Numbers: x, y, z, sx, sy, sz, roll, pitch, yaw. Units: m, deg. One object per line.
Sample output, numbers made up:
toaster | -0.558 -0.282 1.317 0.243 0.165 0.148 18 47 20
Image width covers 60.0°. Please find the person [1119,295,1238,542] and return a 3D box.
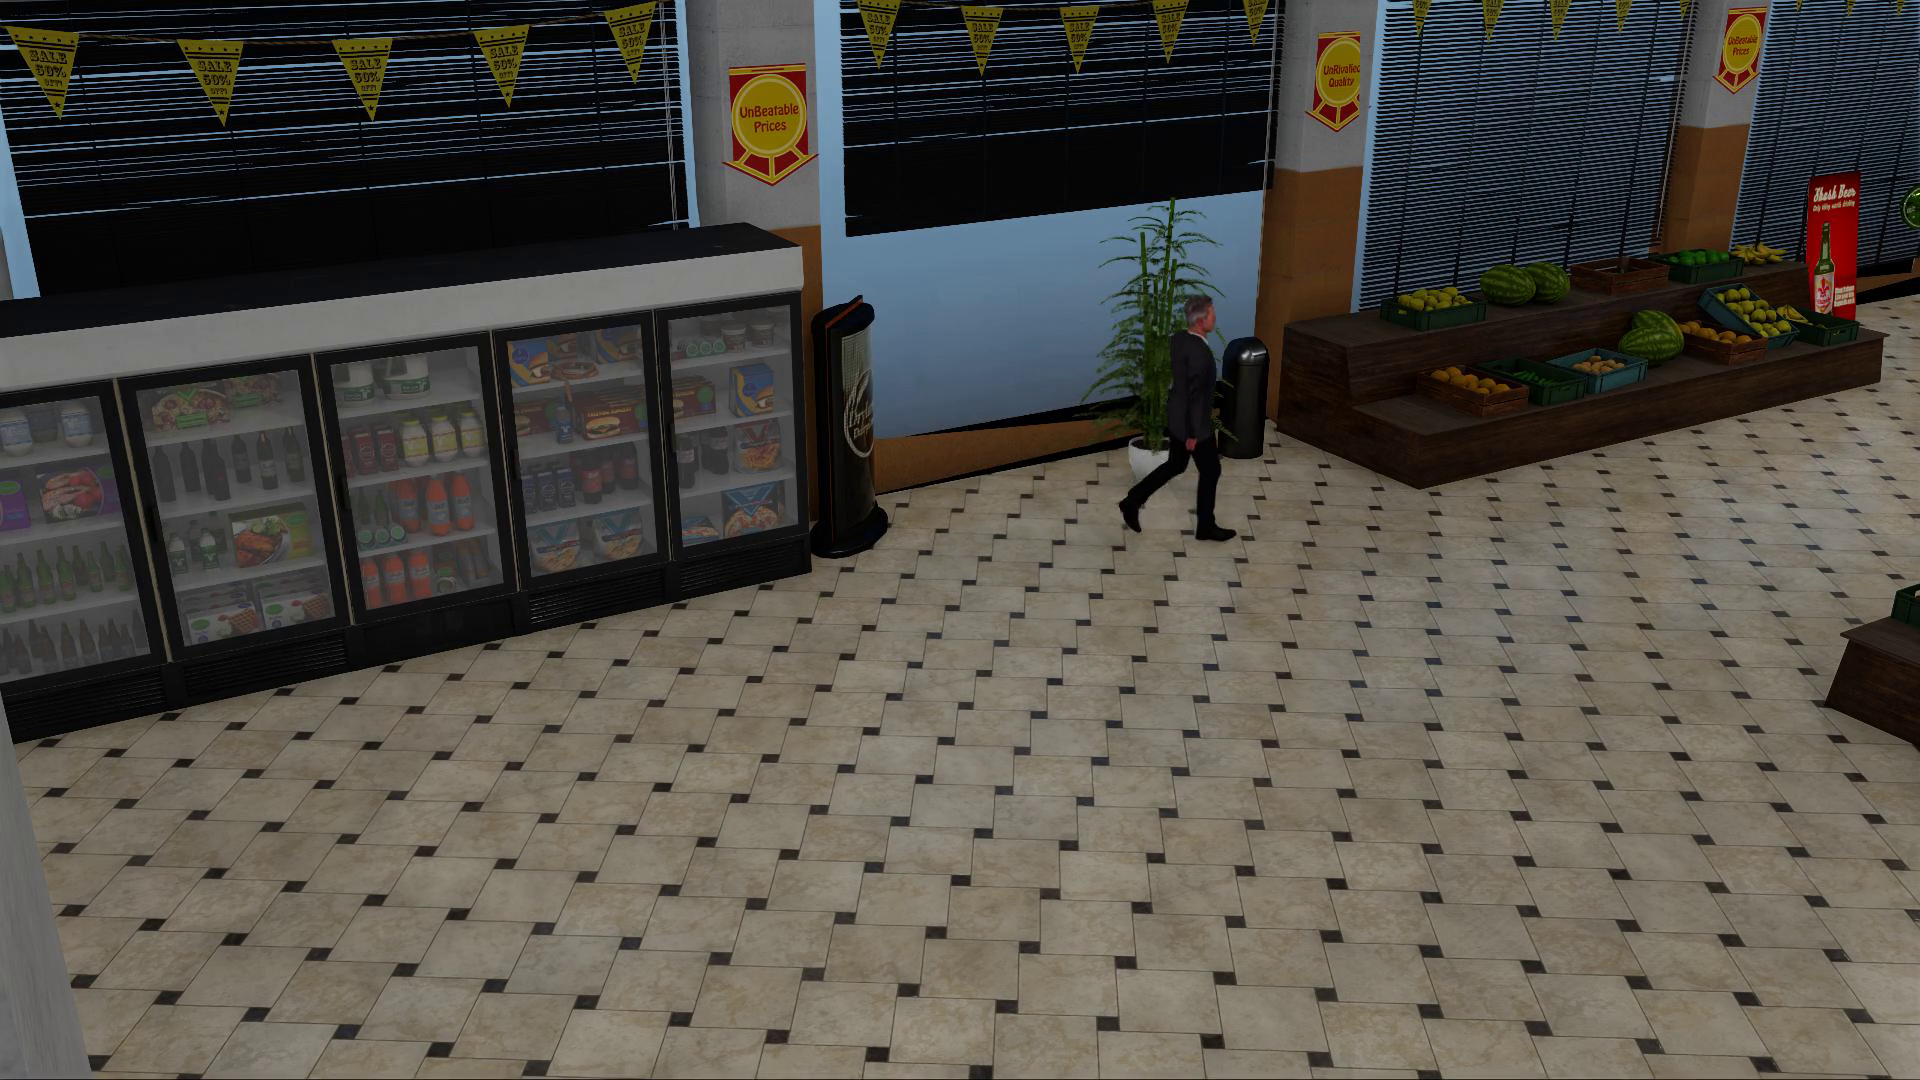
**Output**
person | 1.570 -0.843 11.850 1.193 1.815 0.923 -5 22 -12
